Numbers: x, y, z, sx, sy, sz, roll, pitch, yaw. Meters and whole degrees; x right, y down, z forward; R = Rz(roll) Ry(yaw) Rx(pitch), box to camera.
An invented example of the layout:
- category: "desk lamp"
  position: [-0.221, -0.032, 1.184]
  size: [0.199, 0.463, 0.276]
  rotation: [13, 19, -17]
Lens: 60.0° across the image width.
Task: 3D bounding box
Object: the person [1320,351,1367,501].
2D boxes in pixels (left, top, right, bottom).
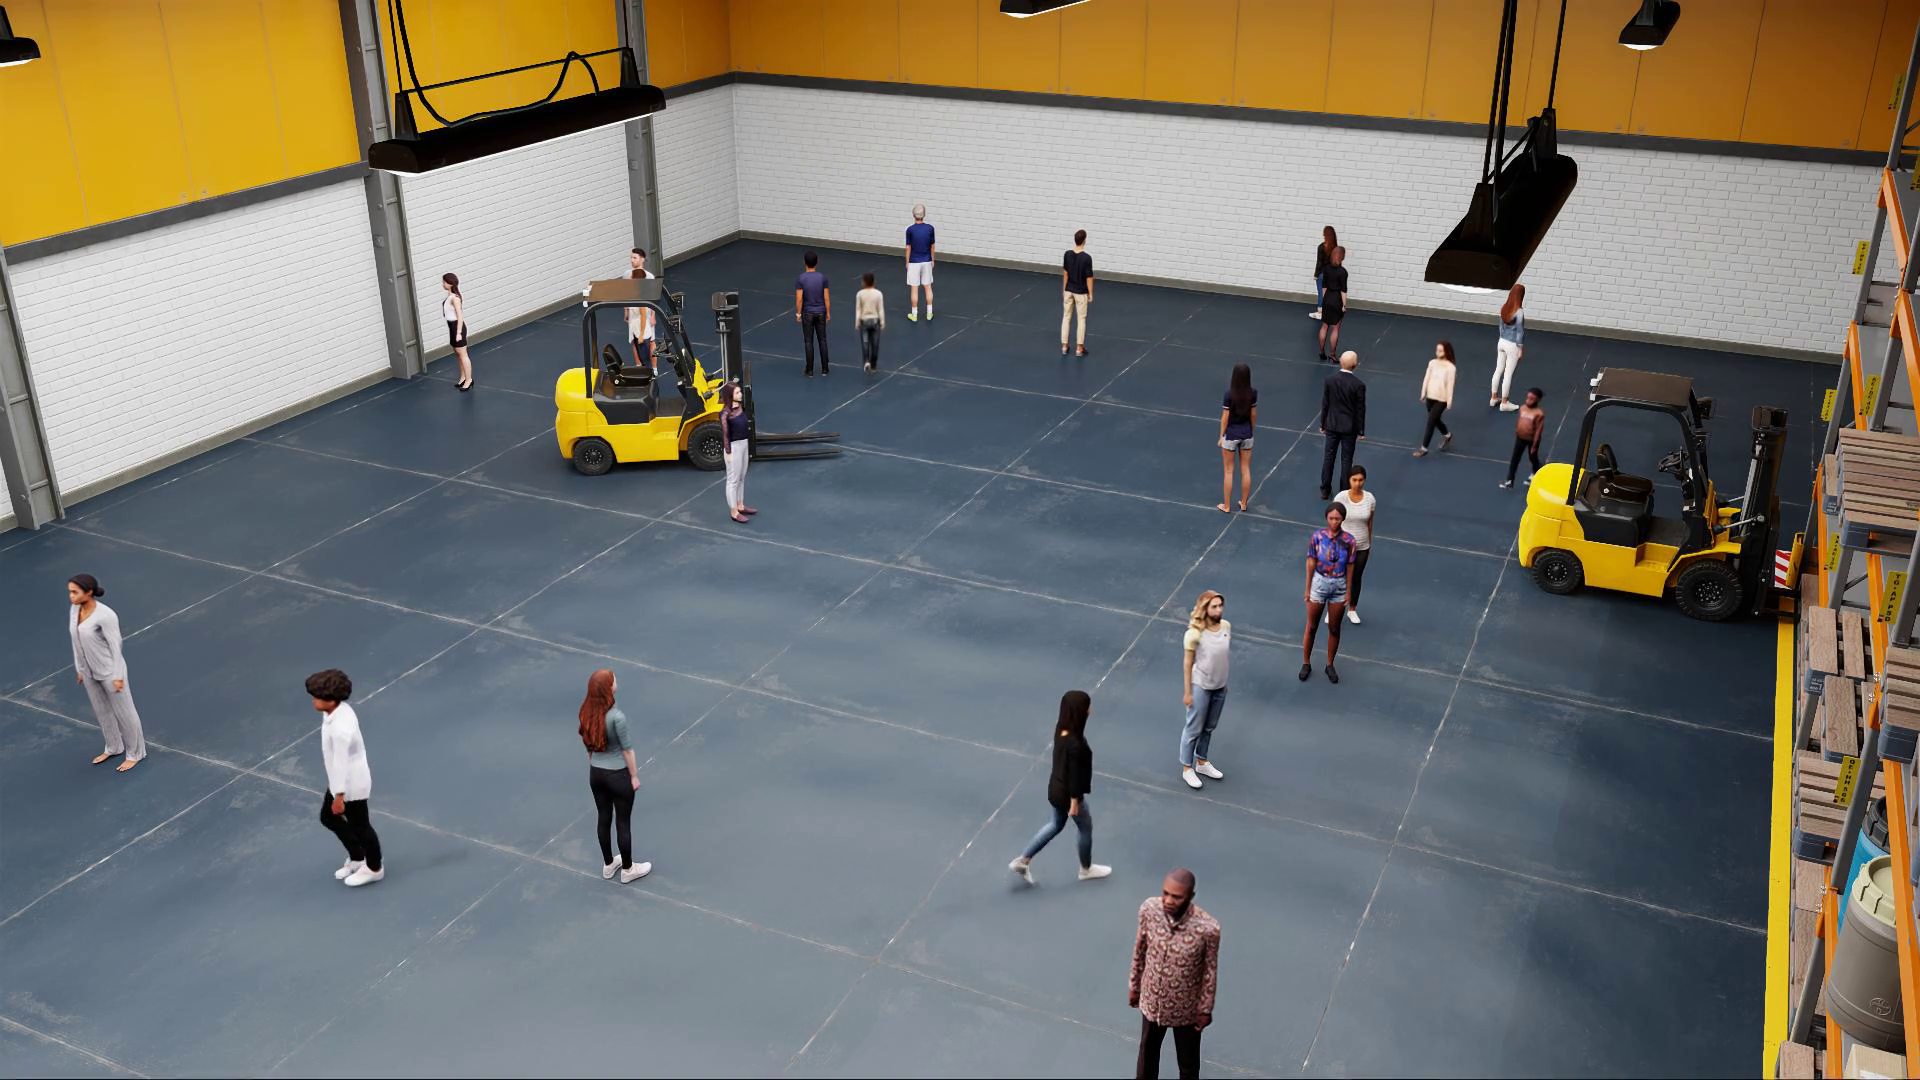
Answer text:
- category: "person"
  position: [4.407, -1.313, 19.190]
  size: [0.713, 1.800, 0.619]
  rotation: [14, 27, 30]

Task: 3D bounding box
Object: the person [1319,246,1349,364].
- category: "person"
  position: [5.419, -3.426, 24.142]
  size: [0.658, 1.704, 0.661]
  rotation: [-17, 29, -33]

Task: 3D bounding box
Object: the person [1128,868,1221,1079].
- category: "person"
  position: [1.273, 2.725, 9.942]
  size: [0.687, 1.808, 0.576]
  rotation: [12, 26, 25]

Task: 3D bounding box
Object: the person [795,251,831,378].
- category: "person"
  position: [-2.069, -3.198, 23.510]
  size: [0.714, 1.793, 0.754]
  rotation: [-6, 24, -14]

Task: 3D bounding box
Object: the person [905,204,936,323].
- category: "person"
  position: [-0.624, -4.364, 26.120]
  size: [0.719, 1.839, 0.771]
  rotation: [-7, 25, -16]

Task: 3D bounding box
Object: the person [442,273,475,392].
- category: "person"
  position: [-6.944, -2.877, 22.956]
  size: [0.673, 1.648, 0.644]
  rotation: [-13, 27, -28]

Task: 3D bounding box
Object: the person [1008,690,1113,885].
- category: "person"
  position: [0.722, 1.840, 12.201]
  size: [1.056, 1.621, 1.014]
  rotation: [-7, 25, -16]

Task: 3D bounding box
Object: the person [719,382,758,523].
- category: "person"
  position: [-2.507, -1.002, 18.717]
  size: [0.694, 1.608, 0.535]
  rotation: [6, 24, 13]

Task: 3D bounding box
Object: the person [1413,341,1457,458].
- category: "person"
  position: [5.969, -1.755, 20.631]
  size: [1.048, 1.454, 0.894]
  rotation: [-14, 27, -29]

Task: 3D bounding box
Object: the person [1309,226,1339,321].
- category: "person"
  position: [5.774, -4.240, 26.278]
  size: [0.591, 1.485, 0.697]
  rotation: [-16, 28, -33]

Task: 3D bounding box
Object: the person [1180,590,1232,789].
- category: "person"
  position: [2.002, 1.192, 13.554]
  size: [0.648, 1.722, 0.772]
  rotation: [-17, 29, -33]

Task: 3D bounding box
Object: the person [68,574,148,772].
- category: "person"
  position: [-7.115, 1.071, 13.815]
  size: [0.647, 1.736, 0.532]
  rotation: [9, 25, 20]

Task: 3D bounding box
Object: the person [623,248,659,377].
- category: "person"
  position: [-4.489, -3.203, 23.443]
  size: [0.674, 1.855, 0.559]
  rotation: [11, 26, 24]

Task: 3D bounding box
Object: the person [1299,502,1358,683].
- category: "person"
  position: [3.364, 0.467, 15.188]
  size: [0.649, 1.743, 0.612]
  rotation: [3, 24, 7]

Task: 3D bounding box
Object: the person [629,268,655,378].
- category: "person"
  position: [-4.327, -2.822, 22.661]
  size: [0.715, 1.785, 0.661]
  rotation: [-9, 25, -20]

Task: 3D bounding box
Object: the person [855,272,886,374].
- category: "person"
  position: [-1.283, -3.048, 23.591]
  size: [0.760, 1.452, 0.848]
  rotation: [-3, 24, -6]

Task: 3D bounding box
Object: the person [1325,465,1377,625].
- category: "person"
  position: [3.820, 0.038, 16.290]
  size: [0.644, 1.647, 0.653]
  rotation: [0, 24, 0]

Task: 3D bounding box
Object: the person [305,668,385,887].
- category: "person"
  position: [-4.419, 1.736, 12.216]
  size: [0.825, 1.798, 0.784]
  rotation: [-11, 26, -24]

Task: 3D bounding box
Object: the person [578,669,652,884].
- category: "person"
  position: [-2.573, 1.740, 12.275]
  size: [0.581, 1.743, 0.549]
  rotation: [12, 26, 26]

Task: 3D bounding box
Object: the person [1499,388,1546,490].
- category: "person"
  position: [6.759, -1.194, 19.641]
  size: [0.968, 1.220, 0.794]
  rotation: [-16, 28, -32]

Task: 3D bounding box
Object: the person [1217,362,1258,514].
- category: "person"
  position: [3.153, -1.162, 18.886]
  size: [0.661, 1.766, 0.699]
  rotation: [-5, 24, -11]

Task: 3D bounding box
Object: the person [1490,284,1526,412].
- category: "person"
  position: [7.330, -2.583, 22.215]
  size: [0.738, 1.703, 0.676]
  rotation: [-8, 25, -18]

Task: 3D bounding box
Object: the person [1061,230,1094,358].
- category: "person"
  position: [1.700, -3.627, 24.418]
  size: [0.634, 1.851, 0.532]
  rotation: [12, 26, 25]
